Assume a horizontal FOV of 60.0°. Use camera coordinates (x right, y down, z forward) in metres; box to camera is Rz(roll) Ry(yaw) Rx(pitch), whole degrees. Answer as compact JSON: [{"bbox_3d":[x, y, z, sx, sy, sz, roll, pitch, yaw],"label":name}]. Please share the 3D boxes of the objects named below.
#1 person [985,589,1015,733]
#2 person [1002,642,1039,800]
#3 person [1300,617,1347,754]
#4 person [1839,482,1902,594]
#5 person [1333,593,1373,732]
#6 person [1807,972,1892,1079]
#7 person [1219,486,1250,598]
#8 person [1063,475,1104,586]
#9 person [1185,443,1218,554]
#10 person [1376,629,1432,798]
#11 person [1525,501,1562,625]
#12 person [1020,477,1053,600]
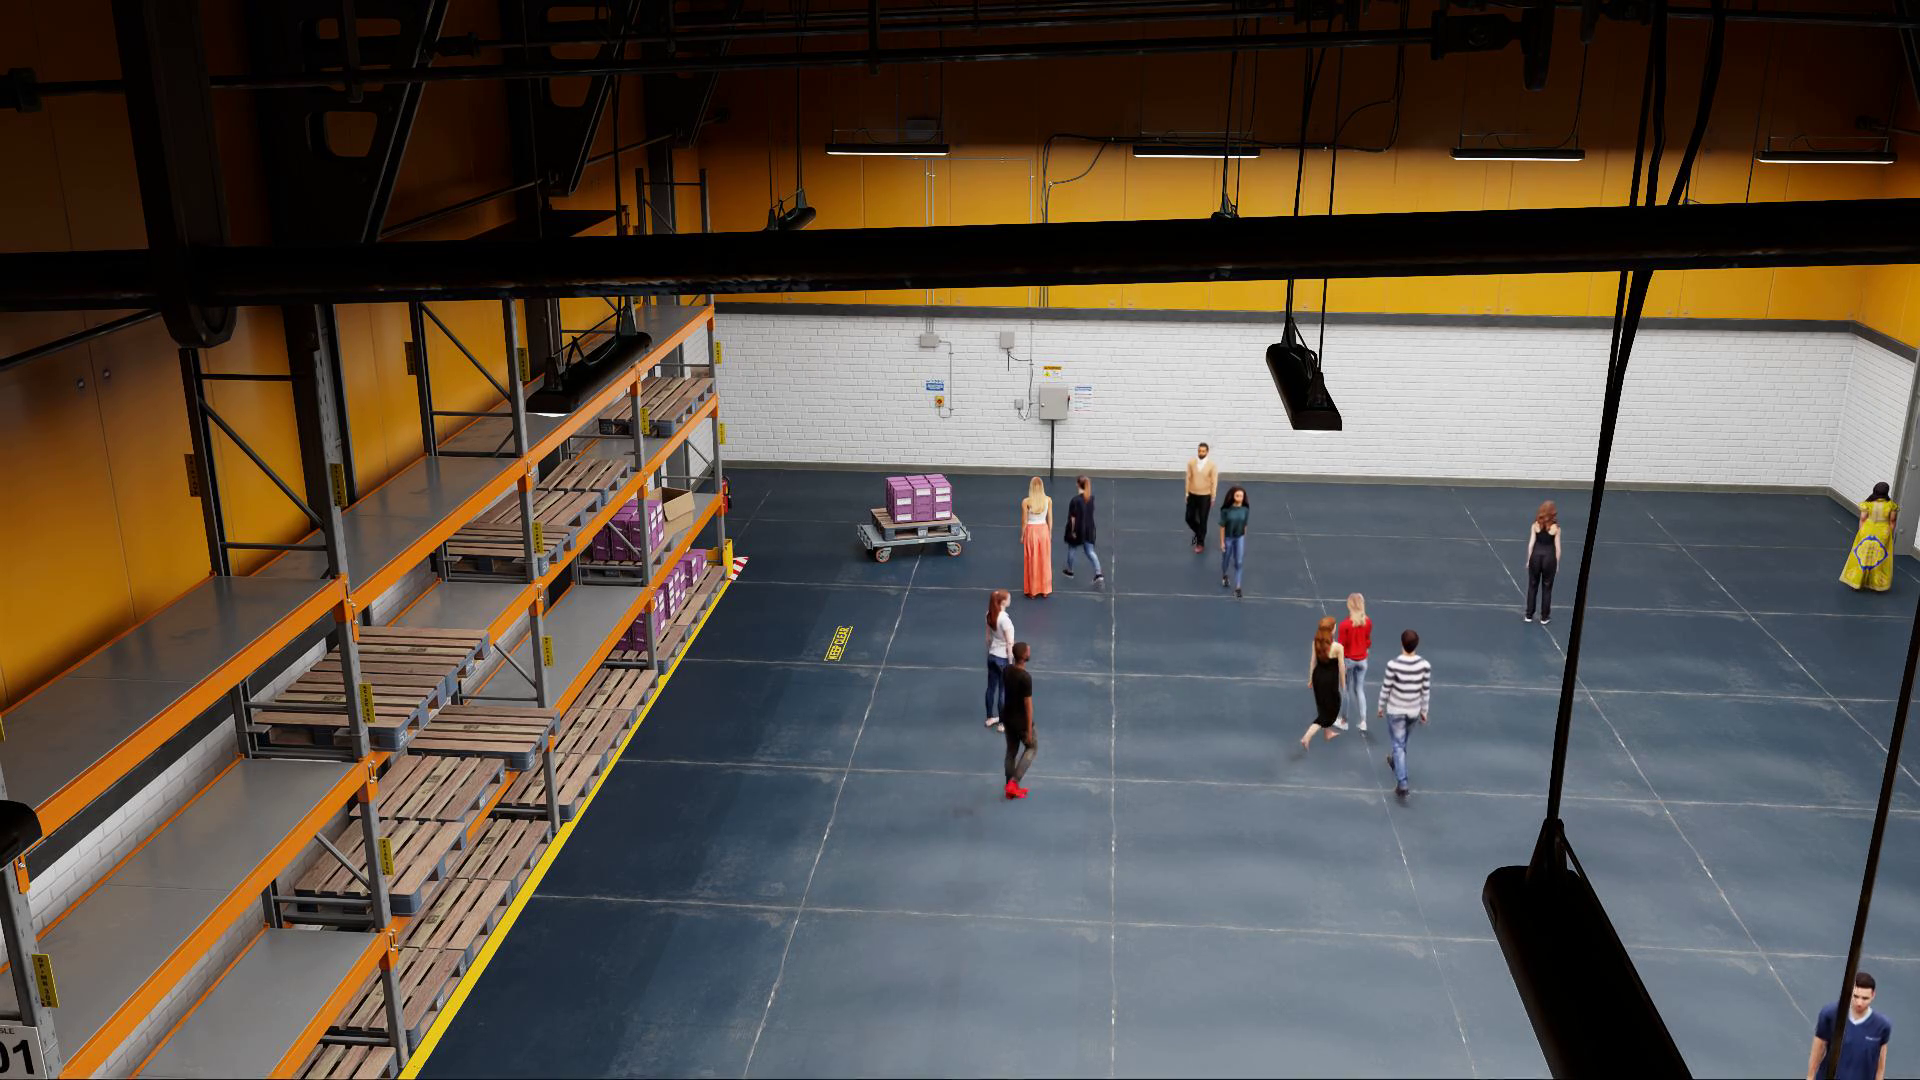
[{"bbox_3d":[0.462,1.412,19.687,0.705,1.738,0.639,-14,23,-36],"label":"person"},{"bbox_3d":[0.544,1.977,17.922,0.848,1.793,0.787,-13,23,-34],"label":"person"},{"bbox_3d":[4.159,1.679,19.110,1.050,1.599,1.001,-15,24,-37],"label":"person"},{"bbox_3d":[13.291,-0.055,24.162,0.968,1.660,0.941,9,21,25],"label":"person"},{"bbox_3d":[4.649,1.447,19.619,0.749,1.713,0.781,-7,20,-21],"label":"person"},{"bbox_3d":[6.453,3.910,12.125,0.798,1.829,0.880,10,21,27],"label":"person"},{"bbox_3d":[3.942,-0.011,24.171,0.643,1.573,1.112,0,19,0],"label":"person"},{"bbox_3d":[1.851,-0.114,24.357,1.024,1.649,1.197,-10,21,-27],"label":"person"},{"bbox_3d":[3.766,-0.693,25.922,0.816,1.747,0.884,10,21,27],"label":"person"},{"bbox_3d":[4.847,1.922,18.079,0.779,1.796,1.277,-1,19,-3],"label":"person"},{"bbox_3d":[8.053,0.295,22.988,0.658,1.747,0.653,10,21,27],"label":"person"},{"bbox_3d":[1.103,-0.038,23.892,0.694,1.802,0.680,-4,19,-11],"label":"person"}]
